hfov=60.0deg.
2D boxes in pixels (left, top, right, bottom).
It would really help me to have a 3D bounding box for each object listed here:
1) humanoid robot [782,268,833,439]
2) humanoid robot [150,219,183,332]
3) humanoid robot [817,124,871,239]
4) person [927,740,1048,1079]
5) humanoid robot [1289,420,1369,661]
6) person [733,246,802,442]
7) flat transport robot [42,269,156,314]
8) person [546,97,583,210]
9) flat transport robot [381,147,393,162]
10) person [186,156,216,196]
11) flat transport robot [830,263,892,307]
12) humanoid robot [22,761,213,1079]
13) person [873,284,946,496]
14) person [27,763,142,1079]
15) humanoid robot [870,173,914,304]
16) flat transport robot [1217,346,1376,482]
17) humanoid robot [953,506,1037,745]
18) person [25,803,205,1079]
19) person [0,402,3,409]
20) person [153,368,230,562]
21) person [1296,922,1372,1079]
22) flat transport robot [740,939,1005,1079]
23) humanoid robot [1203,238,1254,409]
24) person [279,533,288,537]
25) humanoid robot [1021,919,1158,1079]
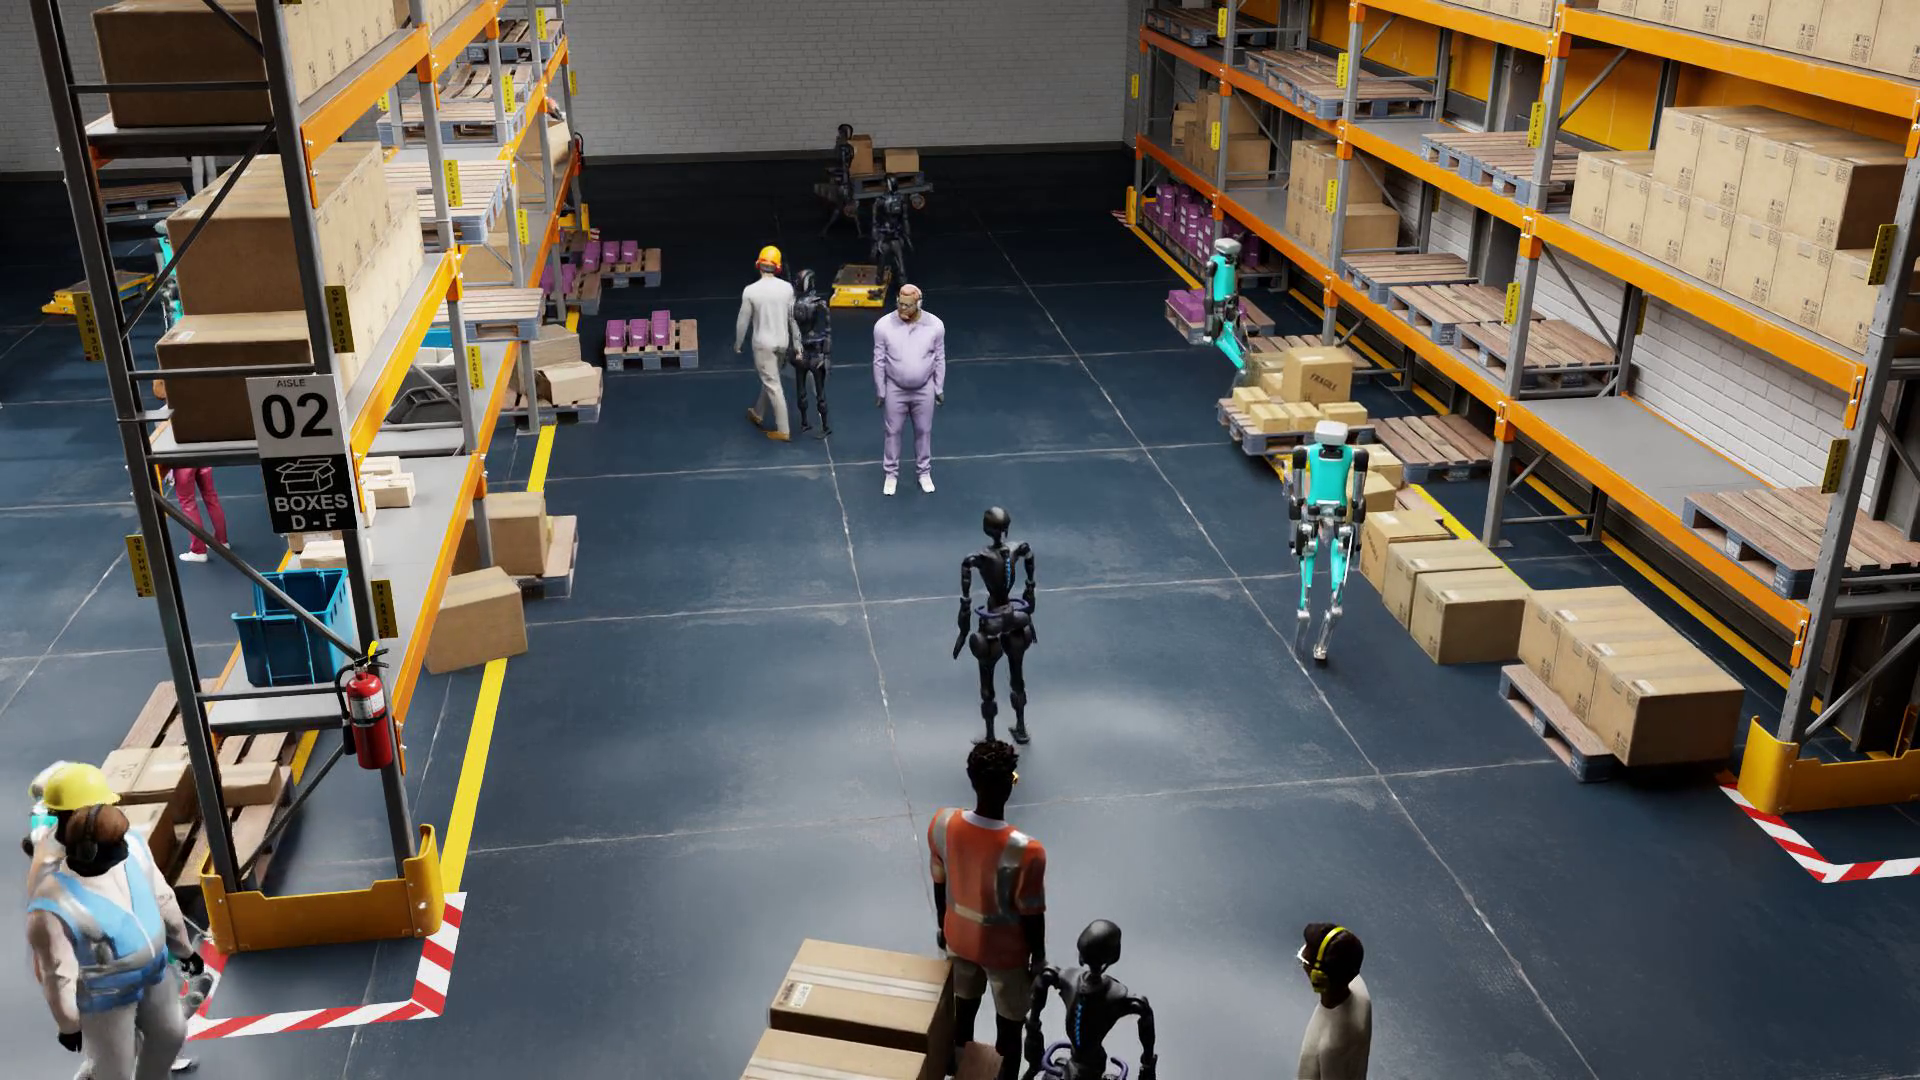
[{"bbox_3d":[-1.453,-1.797,16.008,0.601,1.654,0.326,13,27,28],"label":"humanoid robot"},{"bbox_3d":[-8.224,-2.443,17.447,0.558,1.743,1.059,4,24,8],"label":"humanoid robot"},{"bbox_3d":[-1.664,-5.055,23.511,0.781,1.631,0.613,0,24,0],"label":"humanoid robot"},{"bbox_3d":[0.135,1.789,7.509,0.604,1.961,0.372,16,29,33],"label":"person"},{"bbox_3d":[2.548,0.115,11.637,0.543,1.815,0.756,4,24,10],"label":"humanoid robot"},{"bbox_3d":[-1.901,-1.922,16.084,0.547,1.852,0.893,-18,29,-35],"label":"person"},{"bbox_3d":[-10.665,-3.086,20.708,0.659,0.231,1.431,4,24,10],"label":"flat transport robot"},{"bbox_3d":[-6.030,-5.897,25.326,0.600,1.701,0.429,-19,30,-37],"label":"person"},{"bbox_3d":[-8.526,-5.013,25.099,1.431,0.231,0.659,0,24,1],"label":"flat transport robot"},{"bbox_3d":[-11.584,-5.976,25.353,0.430,1.833,0.630,8,25,18],"label":"person"},{"bbox_3d":[-1.242,-3.224,21.024,0.659,0.231,1.431,1,24,2],"label":"flat transport robot"},{"bbox_3d":[-3.823,1.856,7.728,0.683,1.873,0.561,-1,24,-1],"label":"humanoid robot"},{"bbox_3d":[-0.438,-1.322,14.659,0.642,1.905,0.403,-3,24,-7],"label":"person"},{"bbox_3d":[-3.873,1.869,7.396,0.529,1.896,0.612,-9,25,-20],"label":"person"},{"bbox_3d":[-0.844,-3.675,20.314,0.600,1.632,0.573,-18,29,-35],"label":"humanoid robot"},{"bbox_3d":[3.160,-0.858,15.632,0.659,0.231,1.431,-3,24,-8],"label":"flat transport robot"},{"bbox_3d":[0.244,0.557,10.641,0.584,1.656,0.326,-13,27,-27],"label":"humanoid robot"},{"bbox_3d":[-3.708,1.950,7.322,0.437,1.814,0.644,7,25,15],"label":"person"},{"bbox_3d":[-10.058,-2.241,16.691,0.488,1.953,0.416,-15,28,-31],"label":"person"},{"bbox_3d":[-6.214,-0.611,13.383,0.282,1.628,0.499,9,25,20],"label":"person"},{"bbox_3d":[1.402,2.288,6.481,0.332,1.866,0.507,8,25,18],"label":"person"},{"bbox_3d":[-0.414,2.802,7.294,1.431,0.231,0.659,5,24,12],"label":"flat transport robot"},{"bbox_3d":[2.762,-2.076,16.602,0.717,1.820,0.546,20,31,38],"label":"humanoid robot"},{"bbox_3d":[-5.600,-0.876,13.838,0.565,1.743,0.346,-13,27,-28],"label":"person"},{"bbox_3d":[0.511,2.245,6.809,0.611,1.654,0.321,11,26,23],"label":"humanoid robot"}]
